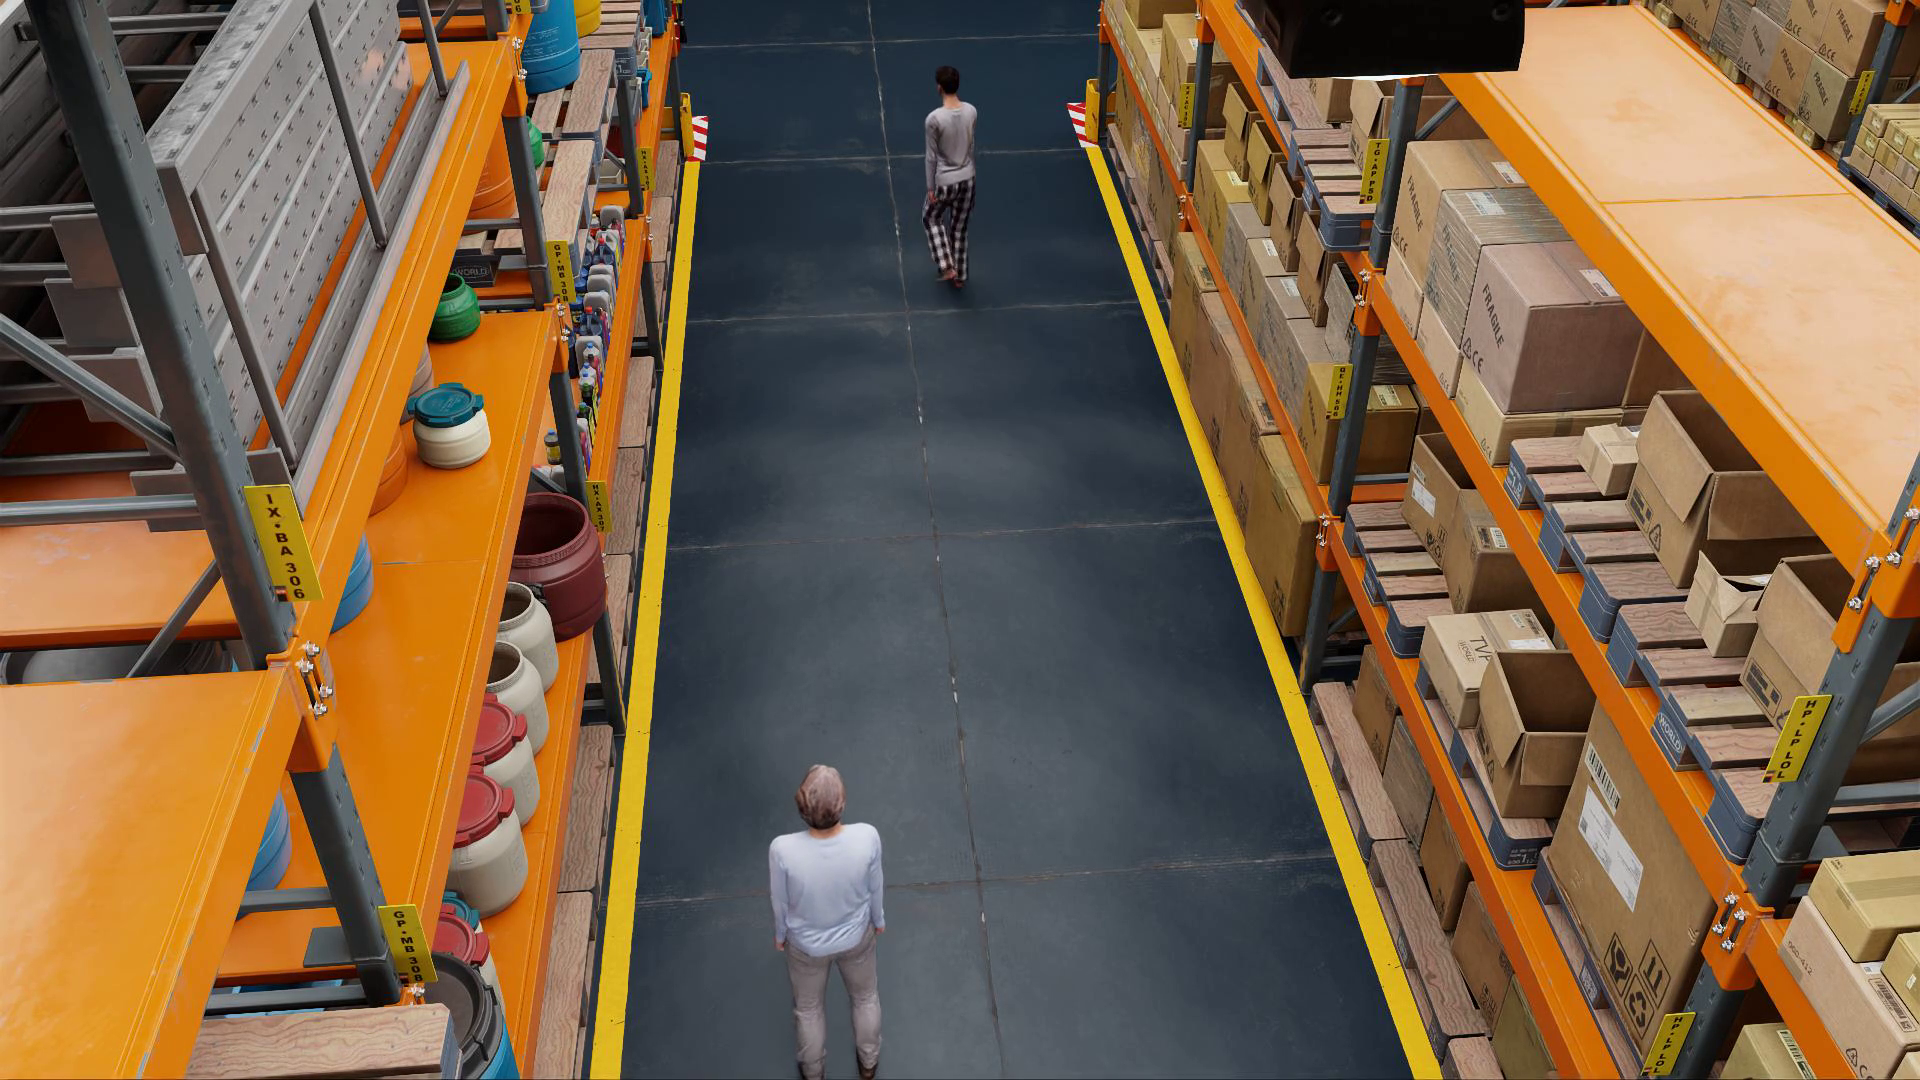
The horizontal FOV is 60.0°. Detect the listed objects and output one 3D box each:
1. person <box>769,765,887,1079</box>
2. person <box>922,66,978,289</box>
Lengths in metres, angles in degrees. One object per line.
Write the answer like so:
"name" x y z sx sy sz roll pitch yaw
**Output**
"person" -0.564 1.711 7.202 0.673 1.892 0.619 -7 38 -10
"person" -0.019 -2.819 13.208 0.725 1.835 0.763 -16 40 -20
